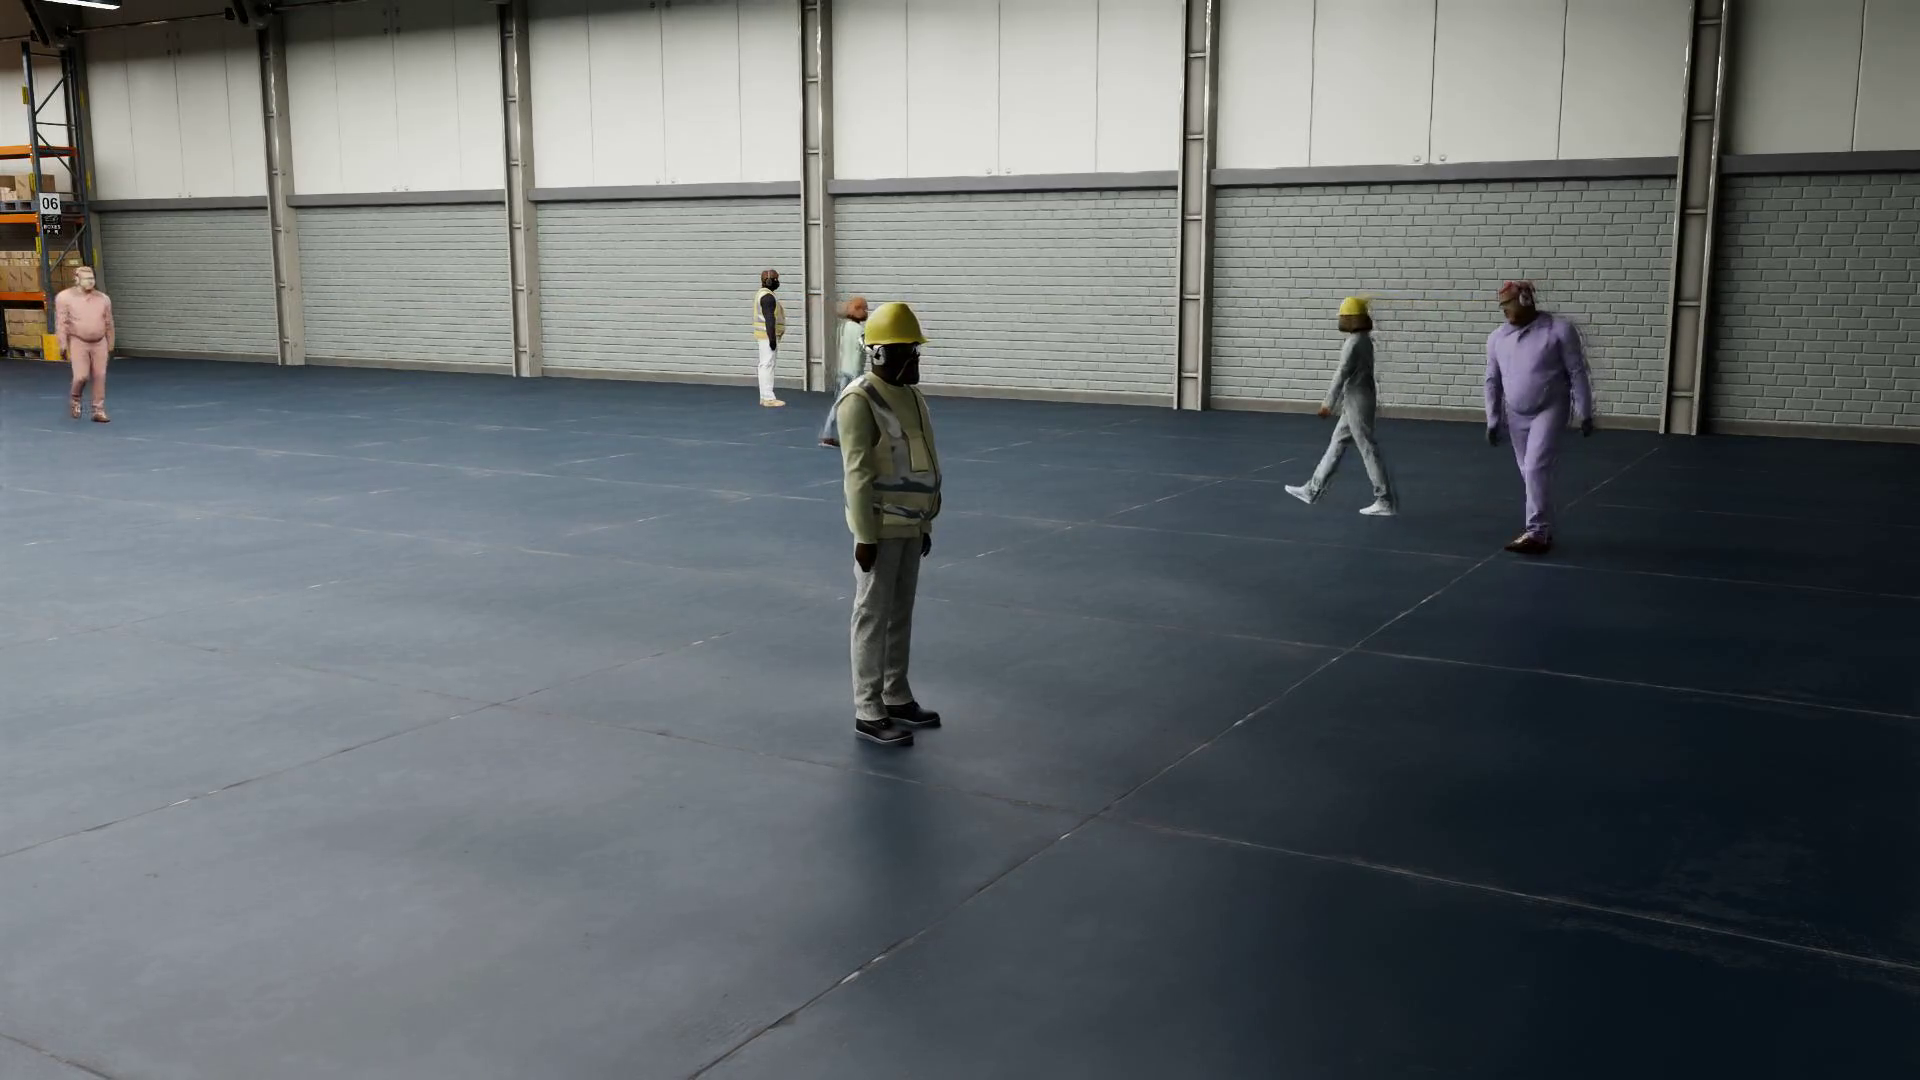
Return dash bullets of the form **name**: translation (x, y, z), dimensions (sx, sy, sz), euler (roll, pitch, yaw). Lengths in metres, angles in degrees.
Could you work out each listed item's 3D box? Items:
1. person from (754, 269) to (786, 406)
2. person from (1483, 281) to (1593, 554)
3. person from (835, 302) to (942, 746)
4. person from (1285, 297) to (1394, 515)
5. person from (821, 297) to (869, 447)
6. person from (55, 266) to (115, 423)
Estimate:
- **person**: translation (-2.570, -2.730, 22.503), dimensions (0.430, 1.845, 0.622), euler (-2, 10, -13)
- **person**: translation (3.876, -0.825, 11.348), dimensions (0.749, 1.854, 0.725), euler (-7, 12, -36)
- **person**: translation (-0.278, -0.075, 6.984), dimensions (0.403, 1.834, 0.587), euler (4, 11, 23)
- **person**: translation (3.024, -1.054, 13.103), dimensions (0.928, 1.693, 0.500), euler (4, 11, 24)
- **person**: translation (-1.092, -1.764, 17.580), dimensions (0.854, 1.583, 0.514), euler (-4, 10, -21)
- **person**: translation (-10.592, -2.369, 20.208), dimensions (0.454, 1.894, 0.651), euler (8, 13, 40)
